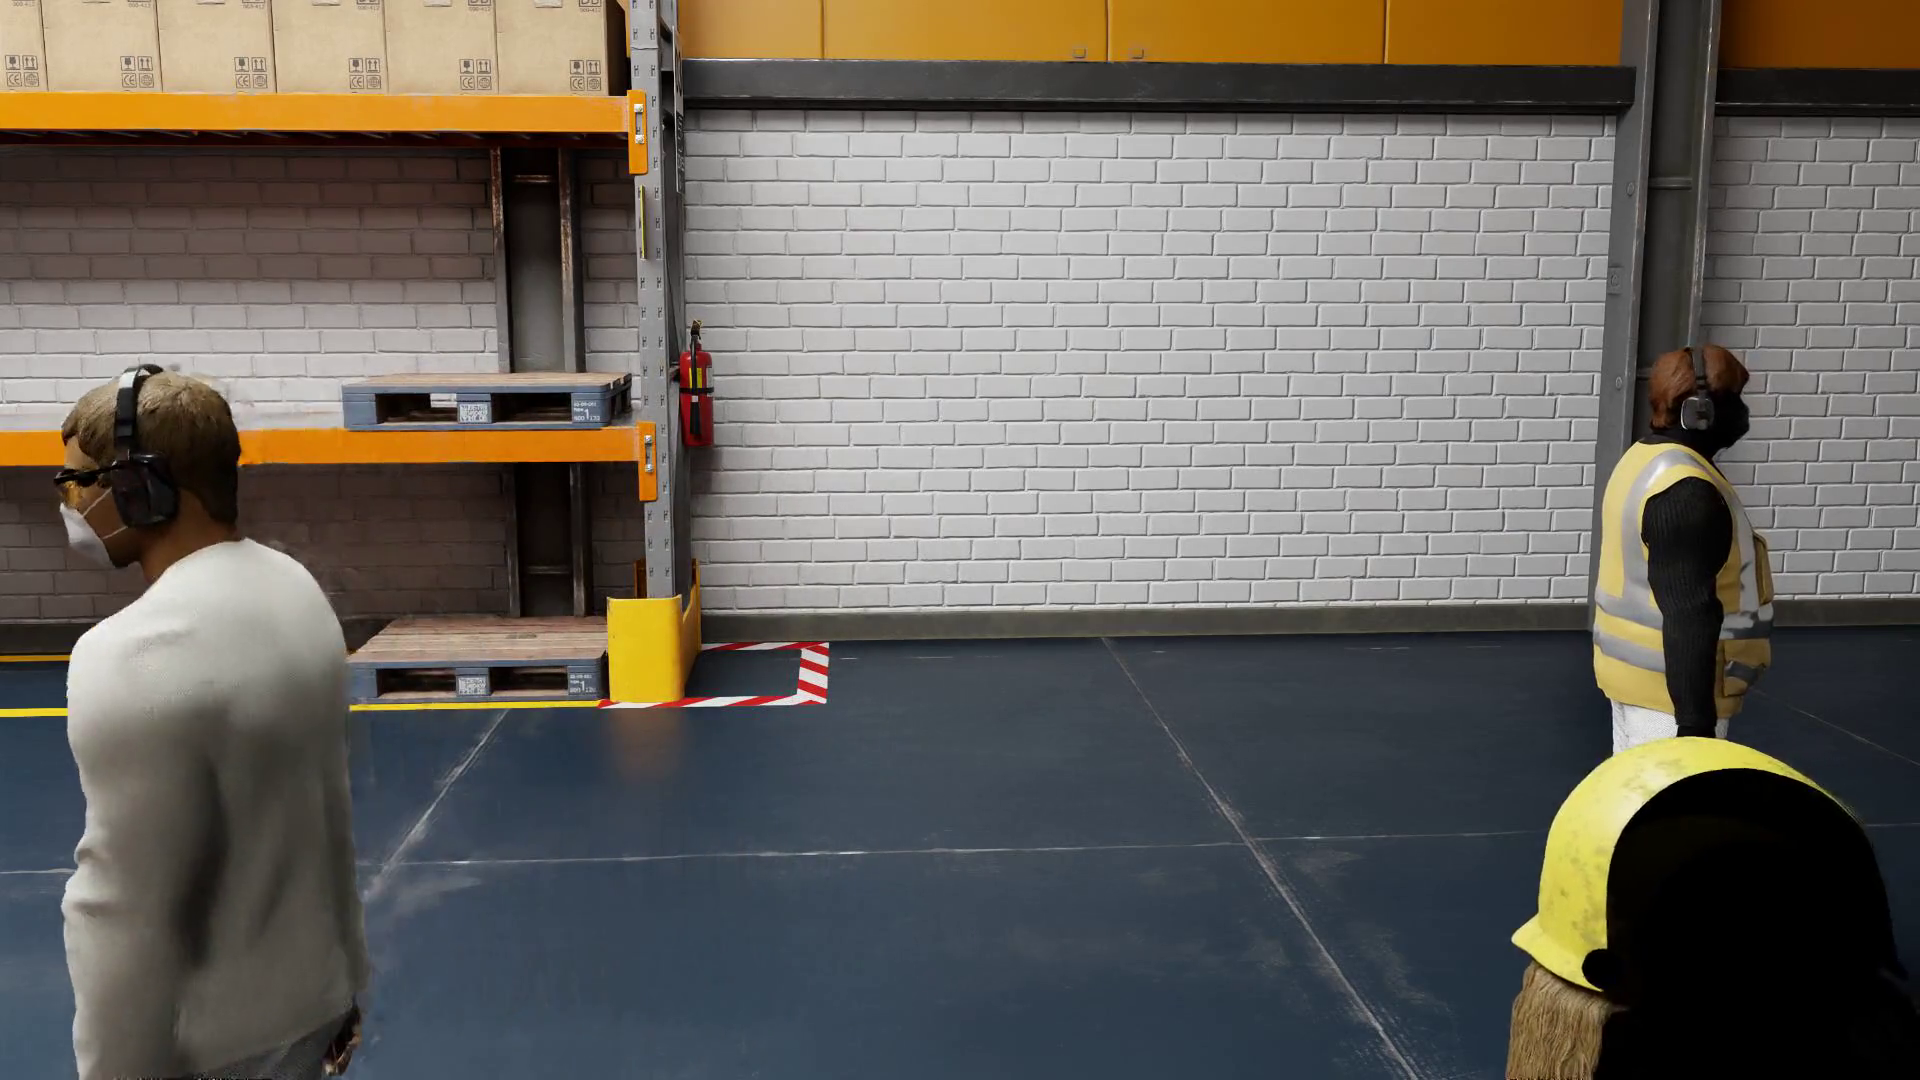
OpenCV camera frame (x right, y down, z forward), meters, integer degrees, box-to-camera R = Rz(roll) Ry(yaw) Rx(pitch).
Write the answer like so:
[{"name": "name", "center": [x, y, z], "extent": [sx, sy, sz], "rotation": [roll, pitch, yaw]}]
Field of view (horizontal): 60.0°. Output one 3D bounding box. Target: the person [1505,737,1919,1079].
[{"name": "person", "center": [0.484, 0.983, 1.146], "extent": [0.485, 1.734, 0.311], "rotation": [-2, 9, -11]}]

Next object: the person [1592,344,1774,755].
[{"name": "person", "center": [1.912, 0.406, 4.432], "extent": [0.429, 1.845, 0.621], "rotation": [2, 9, 11]}]

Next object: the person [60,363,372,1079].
[{"name": "person", "center": [-0.951, 0.697, 2.417], "extent": [0.902, 1.903, 0.677], "rotation": [-1, 9, -3]}]
